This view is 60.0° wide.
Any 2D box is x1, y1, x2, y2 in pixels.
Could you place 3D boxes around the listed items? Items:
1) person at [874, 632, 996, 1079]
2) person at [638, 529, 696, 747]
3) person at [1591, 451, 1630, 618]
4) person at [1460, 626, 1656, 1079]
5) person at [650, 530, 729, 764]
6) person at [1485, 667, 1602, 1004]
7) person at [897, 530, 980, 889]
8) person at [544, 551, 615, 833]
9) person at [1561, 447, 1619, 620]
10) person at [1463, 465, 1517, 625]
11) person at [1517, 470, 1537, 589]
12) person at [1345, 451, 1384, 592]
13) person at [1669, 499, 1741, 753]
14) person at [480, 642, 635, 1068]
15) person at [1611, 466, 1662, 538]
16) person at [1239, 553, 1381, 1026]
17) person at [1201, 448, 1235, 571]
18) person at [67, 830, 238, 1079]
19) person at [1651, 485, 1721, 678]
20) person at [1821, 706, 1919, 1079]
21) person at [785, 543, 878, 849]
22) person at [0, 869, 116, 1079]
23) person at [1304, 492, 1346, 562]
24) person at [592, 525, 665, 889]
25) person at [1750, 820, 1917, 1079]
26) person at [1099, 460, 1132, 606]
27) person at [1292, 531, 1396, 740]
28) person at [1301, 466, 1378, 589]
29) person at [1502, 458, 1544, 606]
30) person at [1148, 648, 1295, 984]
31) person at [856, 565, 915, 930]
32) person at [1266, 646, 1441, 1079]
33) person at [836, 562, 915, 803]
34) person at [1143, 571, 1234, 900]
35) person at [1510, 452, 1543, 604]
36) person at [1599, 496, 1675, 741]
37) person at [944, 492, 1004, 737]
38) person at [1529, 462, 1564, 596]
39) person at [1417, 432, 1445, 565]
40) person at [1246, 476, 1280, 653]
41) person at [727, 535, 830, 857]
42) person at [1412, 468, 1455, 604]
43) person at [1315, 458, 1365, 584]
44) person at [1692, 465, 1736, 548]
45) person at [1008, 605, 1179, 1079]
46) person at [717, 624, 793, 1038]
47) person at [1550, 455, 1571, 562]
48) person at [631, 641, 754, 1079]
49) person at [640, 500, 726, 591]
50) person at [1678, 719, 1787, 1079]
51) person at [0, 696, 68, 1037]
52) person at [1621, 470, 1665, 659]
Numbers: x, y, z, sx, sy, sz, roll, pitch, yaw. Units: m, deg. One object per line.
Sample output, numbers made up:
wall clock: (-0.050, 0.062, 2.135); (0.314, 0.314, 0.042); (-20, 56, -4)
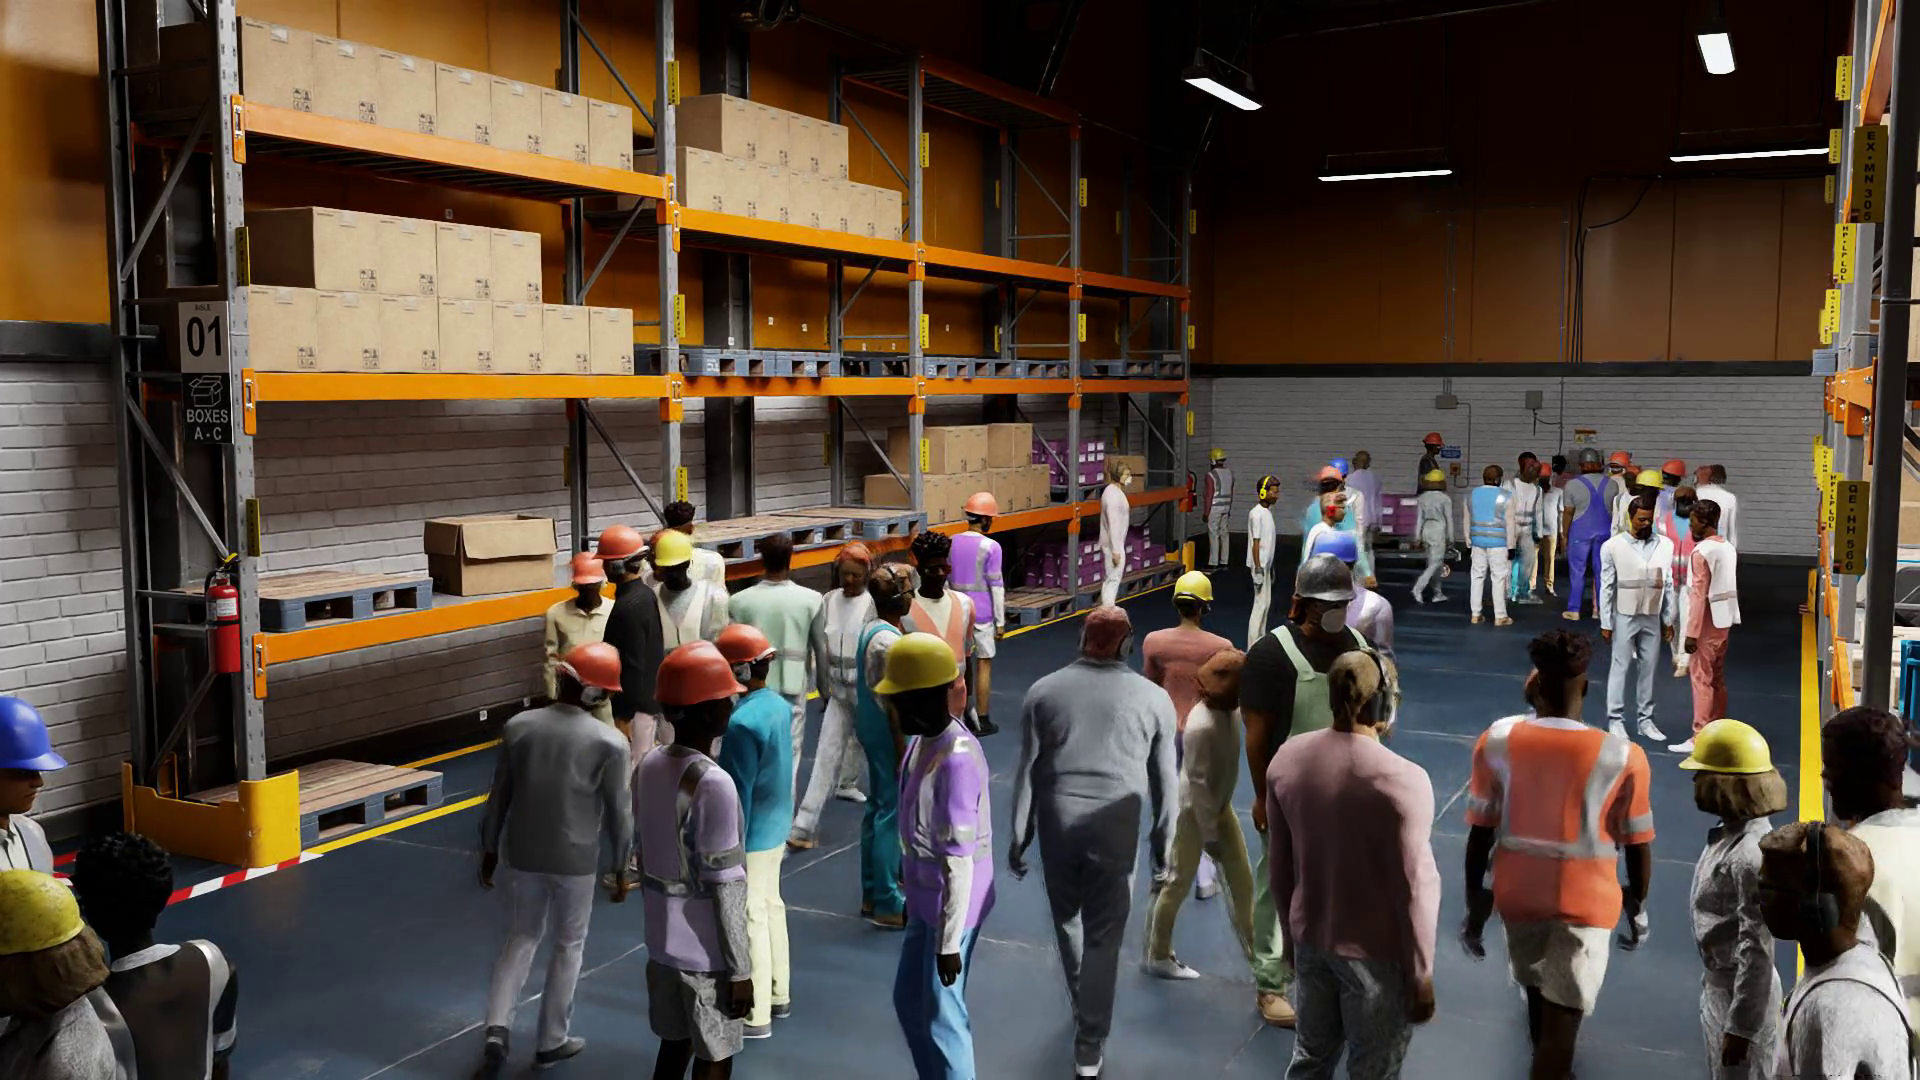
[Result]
person: (-0.089, 1.263, 5.776); (0.417, 1.912, 0.610); (-1, 5, -12)
person: (-1.855, 0.852, 10.495); (0.605, 1.852, 0.660); (2, 6, 23)
person: (7.685, -0.046, 19.491); (0.410, 1.984, 0.617); (-5, 7, -43)
person: (2.110, 1.260, 5.865); (0.599, 1.912, 0.989); (4, 7, 39)
person: (-1.663, 0.862, 10.192); (0.592, 1.894, 0.785); (0, 5, 4)
person: (2.474, 1.288, 7.043); (0.549, 1.615, 0.525); (2, 6, 23)
person: (-0.160, 0.921, 9.164); (0.614, 1.963, 0.361); (-3, 6, -33)
person: (-2.267, 0.934, 10.211); (0.567, 1.744, 0.354); (0, 5, -4)
person: (7.349, -0.077, 19.508); (0.679, 2.000, 0.537); (0, 5, -3)
person: (6.099, 0.057, 19.119); (0.624, 1.844, 0.430); (5, 7, 44)
person: (7.678, -0.212, 22.480); (0.329, 1.751, 0.567); (2, 6, 22)
person: (5.220, -0.199, 21.647); (0.721, 1.903, 0.635); (-3, 6, -32)
person: (5.592, 0.649, 12.414); (0.405, 1.909, 0.597); (5, 7, 44)
person: (-1.622, 1.274, 6.738); (0.603, 1.704, 0.592); (1, 5, 15)
person: (7.410, 0.123, 18.242); (0.360, 1.876, 0.577); (-4, 6, -34)
person: (1.577, 1.065, 7.221); (0.682, 2.000, 0.536); (-2, 6, -22)
person: (3.804, -0.452, 24.651); (0.591, 1.833, 0.403); (-5, 7, -43)
person: (-1.948, 1.535, 3.975); (0.317, 1.697, 0.540); (2, 6, 20)
person: (6.912, 0.372, 15.896); (0.633, 1.820, 0.797); (3, 6, 33)
person: (2.675, 1.402, 4.575); (0.619, 1.868, 0.963); (-4, 7, -39)
person: (-0.628, 0.925, 9.903); (0.578, 1.827, 0.991); (4, 7, 37)
person: (-1.943, 1.554, 3.558); (0.312, 1.740, 0.487); (-4, 7, -37)
person: (3.142, 0.494, 14.472); (0.390, 1.833, 0.562); (2, 6, 17)
person: (-1.818, 0.908, 9.156); (0.394, 1.990, 0.618); (0, 5, -2)
person: (2.000, 1.518, 3.661); (0.945, 1.807, 0.505); (3, 6, 26)
person: (1.705, 0.086, 18.304); (0.356, 1.936, 0.635); (0, 5, 5)
person: (2.123, 0.913, 9.355); (0.619, 1.943, 0.410); (4, 6, 35)
person: (3.578, 0.291, 15.882); (1.061, 1.976, 0.723); (-2, 6, -21)
person: (6.967, -0.095, 20.753); (0.701, 1.852, 0.373); (-1, 5, -13)
person: (1.201, 1.262, 7.509); (0.837, 1.576, 0.558); (4, 7, 36)
person: (-0.353, 1.045, 8.463); (0.333, 1.845, 0.514); (-2, 6, -16)
person: (1.240, 1.299, 5.264); (0.353, 1.935, 0.635); (-4, 7, -37)
person: (-0.458, 0.944, 10.859); (0.801, 1.588, 0.532); (1, 5, 13)
person: (1.234, 1.043, 8.971); (0.518, 1.756, 0.342); (2, 6, 23)
person: (7.097, -0.155, 20.997); (0.399, 1.920, 0.590); (-1, 5, -15)
person: (5.230, 0.608, 12.885); (0.597, 1.907, 0.405); (-1, 5, -9)
person: (0.125, 0.584, 13.066); (0.550, 1.923, 0.390); (4, 7, 36)
person: (7.596, -0.138, 21.689); (0.572, 1.750, 0.330); (1, 5, 8)
person: (7.208, -0.629, 25.470); (0.403, 2.038, 0.605); (2, 6, 24)
person: (3.042, 0.288, 16.593); (0.350, 1.856, 0.519); (2, 6, 22)
person: (-1.075, 0.901, 9.986); (0.594, 1.859, 1.042); (0, 5, 2)
person: (5.927, -0.047, 20.913); (0.788, 1.716, 0.484); (-4, 7, -36)
person: (4.244, 0.044, 18.720); (0.603, 1.944, 0.391); (4, 6, 34)
person: (8.523, 0.079, 18.871); (0.657, 1.853, 0.894); (0, 5, 0)
person: (0.563, 1.198, 6.887); (0.677, 1.839, 0.975); (1, 5, 15)
person: (-0.901, 1.226, 7.099); (0.352, 1.738, 0.573); (1, 5, 11)
person: (9.265, -0.482, 25.770); (0.376, 1.680, 0.548); (0, 5, 1)
person: (-0.832, 1.288, 5.341); (0.350, 1.942, 0.545); (-4, 7, -40)
person: (-1.914, 0.704, 11.527); (0.601, 1.960, 0.373); (-2, 6, -20)
person: (2.347, 1.410, 5.095); (0.319, 1.741, 0.492); (2, 6, 19)
person: (-2.563, 1.377, 4.418); (0.416, 1.939, 0.605); (0, 5, -2)
person: (6.846, 0.245, 16.753); (0.422, 1.914, 0.612); (3, 6, 27)
